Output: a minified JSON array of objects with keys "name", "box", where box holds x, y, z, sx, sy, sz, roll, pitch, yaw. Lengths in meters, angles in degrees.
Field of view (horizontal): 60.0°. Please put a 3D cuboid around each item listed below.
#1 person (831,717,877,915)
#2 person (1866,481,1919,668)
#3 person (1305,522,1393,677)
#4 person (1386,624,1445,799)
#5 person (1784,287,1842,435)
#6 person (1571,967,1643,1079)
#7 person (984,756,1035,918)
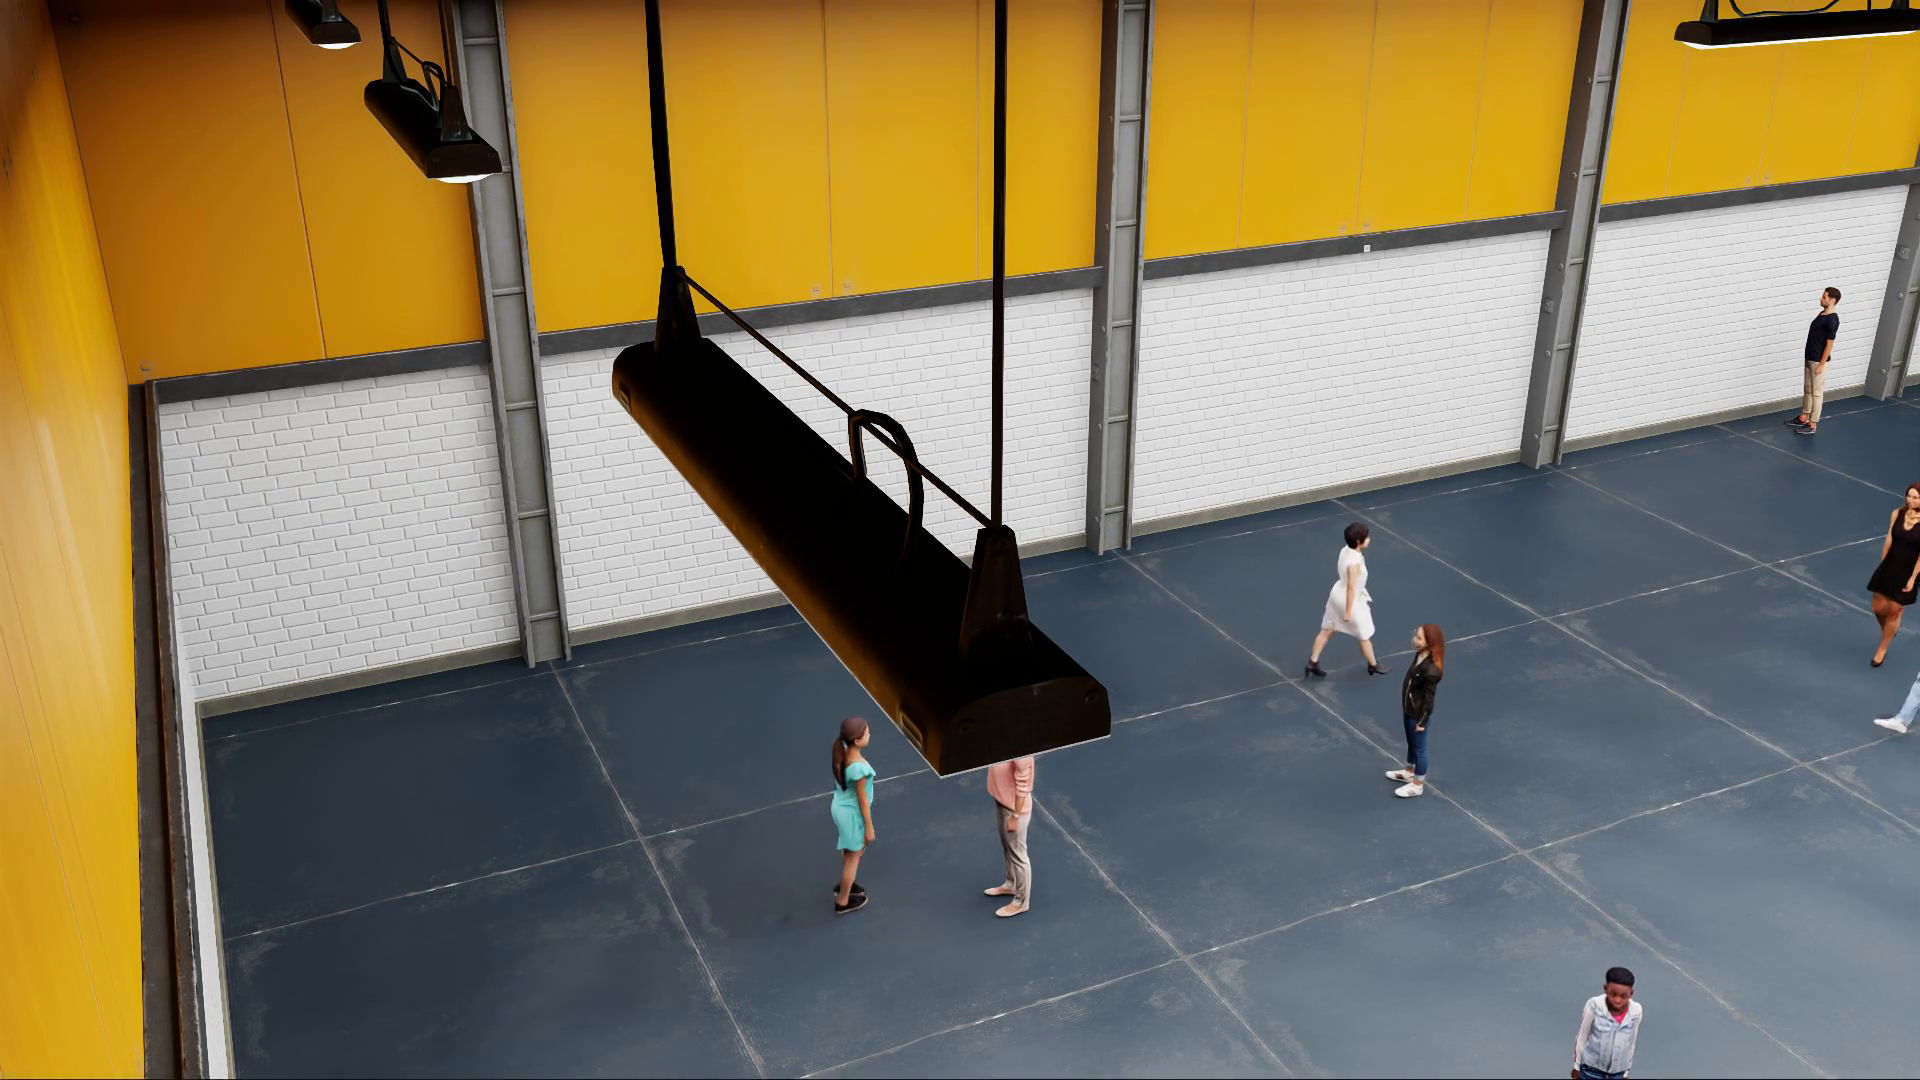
[{"name":"person","box":[-0.827,1.934,11.637,0.564,1.549,0.580,-11,26,-24]},{"name":"person","box":[8.530,0.313,14.999,0.764,1.825,0.660,-16,29,-33]},{"name":"person","box":[3.366,0.577,14.788,1.066,1.510,0.766,-3,24,-6]},{"name":"person","box":[3.622,1.323,13.117,0.626,1.483,0.631,-1,24,-2]},{"name":"person","box":[10.764,-2.264,20.852,0.702,1.859,0.709,2,24,5]},{"name":"person","box":[3.713,2.989,9.581,0.563,1.261,0.630,6,24,12]},{"name":"person","box":[0.371,1.833,11.647,0.578,1.726,0.636,-6,24,-14]}]
